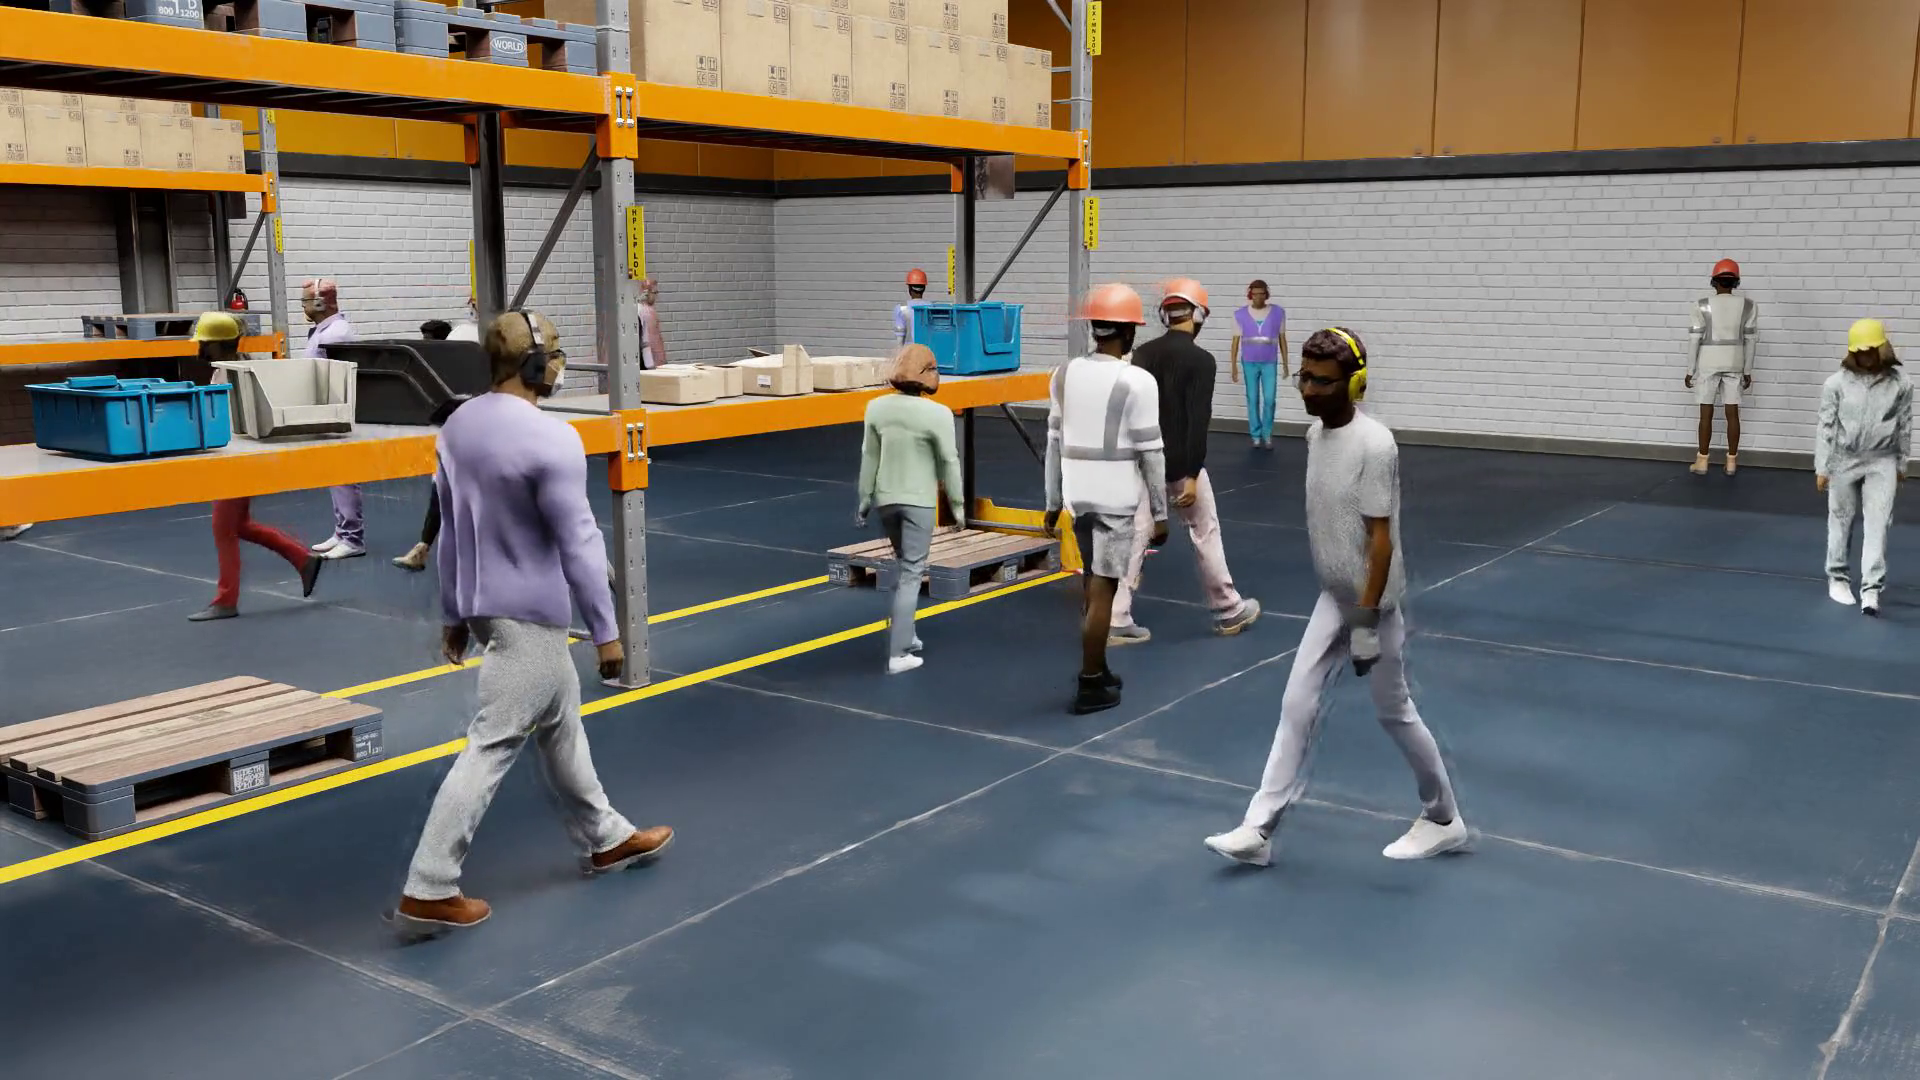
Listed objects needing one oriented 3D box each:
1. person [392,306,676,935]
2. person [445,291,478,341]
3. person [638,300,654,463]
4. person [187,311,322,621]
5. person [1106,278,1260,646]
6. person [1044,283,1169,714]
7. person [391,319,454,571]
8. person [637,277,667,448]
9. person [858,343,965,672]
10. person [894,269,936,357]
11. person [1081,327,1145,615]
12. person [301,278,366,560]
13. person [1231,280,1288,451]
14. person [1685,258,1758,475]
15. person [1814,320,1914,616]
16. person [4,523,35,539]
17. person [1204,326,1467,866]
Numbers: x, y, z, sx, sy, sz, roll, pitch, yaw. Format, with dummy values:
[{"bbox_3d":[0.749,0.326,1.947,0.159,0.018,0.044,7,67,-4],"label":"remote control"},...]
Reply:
[{"bbox_3d":[-1.351,0.231,5.128,1.033,1.891,0.654,-9,13,-44],"label":"person"},{"bbox_3d":[-2.941,-0.665,10.464,0.716,1.890,0.474,6,11,31],"label":"person"},{"bbox_3d":[-3.265,-1.707,16.609,0.408,1.911,0.616,-3,10,-15],"label":"person"},{"bbox_3d":[-4.052,-0.429,9.452,0.682,1.745,0.531,-5,11,-29],"label":"person"},{"bbox_3d":[1.154,-0.415,8.846,0.992,1.926,0.603,-8,13,-41],"label":"person"},{"bbox_3d":[0.700,-0.184,7.489,0.581,1.917,0.601,9,13,43],"label":"person"},{"bbox_3d":[-3.423,-0.643,11.047,0.545,1.644,0.918,7,12,36],"label":"person"},{"bbox_3d":[-3.336,-1.844,17.603,1.010,1.843,0.664,-8,13,-41],"label":"person"},{"bbox_3d":[-0.210,-0.171,8.309,0.538,1.608,0.625,6,11,31],"label":"person"},{"bbox_3d":[-0.460,-1.946,17.932,0.544,1.939,0.355,-3,10,-20],"label":"person"},{"bbox_3d":[0.916,-0.501,9.794,0.501,1.803,0.927,3,10,15],"label":"person"},{"bbox_3d":[-4.304,-0.824,11.350,0.403,1.904,0.651,-5,11,-26],"label":"person"},{"bbox_3d":[3.198,-1.861,17.763,0.617,1.814,0.694,1,10,8],"label":"person"},{"bbox_3d":[7.195,-1.636,15.774,0.609,2.044,0.395,2,10,11],"label":"person"},{"bbox_3d":[5.185,-0.412,9.532,0.531,1.678,0.883,3,10,19],"label":"person"},{"bbox_3d":[-7.045,-0.737,11.759,0.516,1.595,0.855,2,10,13],"label":"person"},{"bbox_3d":[1.277,0.211,5.478,1.001,1.815,0.561,-4,10,-21],"label":"person"}]
